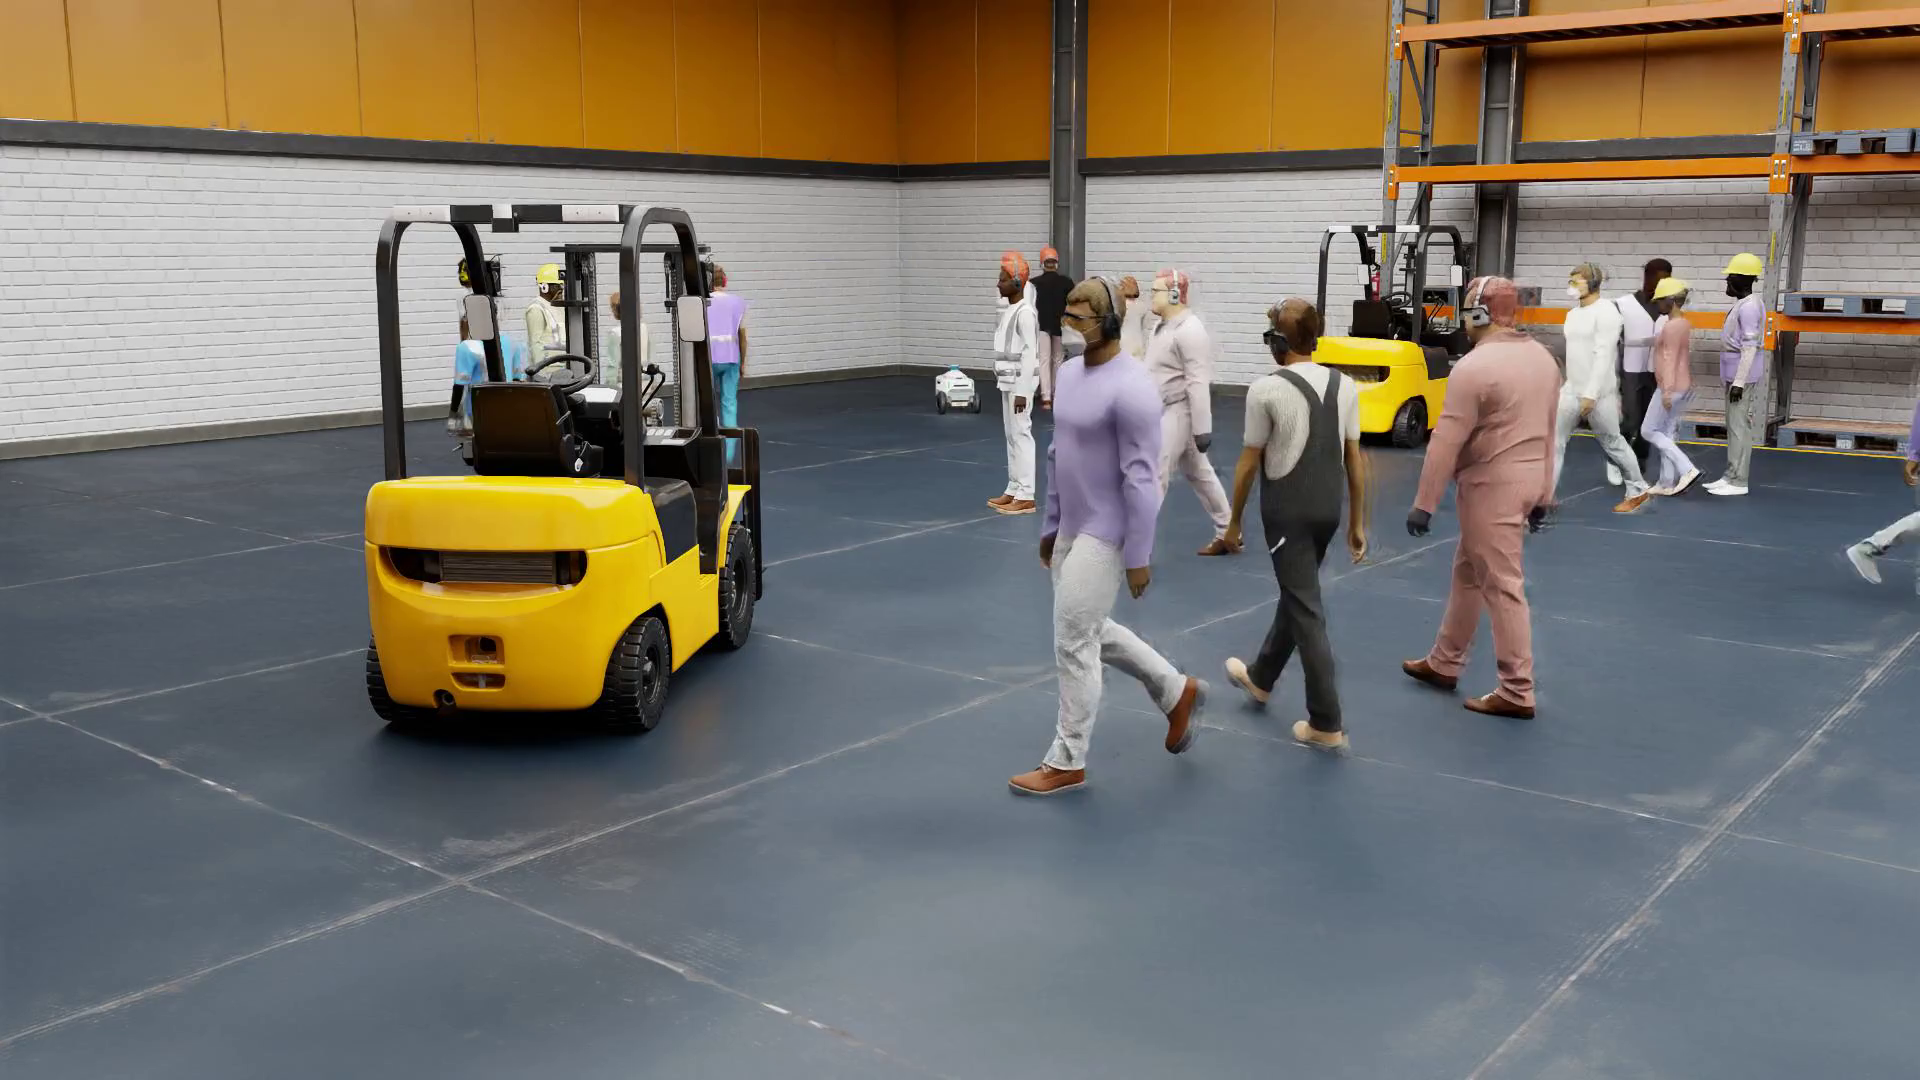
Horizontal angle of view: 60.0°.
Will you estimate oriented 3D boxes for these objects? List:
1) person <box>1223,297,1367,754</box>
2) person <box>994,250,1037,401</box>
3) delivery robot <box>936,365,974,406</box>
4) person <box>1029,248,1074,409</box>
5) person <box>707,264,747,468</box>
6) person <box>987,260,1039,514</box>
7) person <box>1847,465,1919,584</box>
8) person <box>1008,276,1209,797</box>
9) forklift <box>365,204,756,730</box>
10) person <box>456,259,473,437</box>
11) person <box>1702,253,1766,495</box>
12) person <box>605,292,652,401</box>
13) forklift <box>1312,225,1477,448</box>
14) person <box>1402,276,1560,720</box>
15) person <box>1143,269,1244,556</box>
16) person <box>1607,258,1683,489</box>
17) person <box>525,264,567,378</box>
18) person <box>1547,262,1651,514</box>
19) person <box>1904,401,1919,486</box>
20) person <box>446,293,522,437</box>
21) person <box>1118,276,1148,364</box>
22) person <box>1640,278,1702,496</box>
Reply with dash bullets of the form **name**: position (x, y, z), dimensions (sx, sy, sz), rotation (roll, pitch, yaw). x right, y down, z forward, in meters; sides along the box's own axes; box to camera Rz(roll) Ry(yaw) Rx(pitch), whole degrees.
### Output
- **person**: position (1.318, -0.086, 6.844), dimensions (0.503, 1.797, 0.941), rotation (-6, 12, -29)
- **person**: position (0.660, -2.346, 19.034), dimensions (0.562, 1.917, 0.542), rotation (-8, 13, -39)
- **delivery robot**: position (-0.063, -1.825, 19.668), dimensions (0.477, 0.478, 0.707), rotation (-2, 11, -12)
- **person**: position (1.084, -2.599, 20.407), dimensions (0.623, 1.930, 1.047), rotation (-1, 10, -3)
- **person**: position (-2.200, -1.576, 15.052), dimensions (0.567, 1.812, 0.751), rotation (-4, 11, -19)
- **person**: position (0.411, -1.137, 12.439), dimensions (0.350, 1.882, 0.583), rotation (-2, 10, -11)
- **person**: position (5.479, -0.509, 9.403), dimensions (0.599, 1.715, 0.525), rotation (6, 12, 31)
- **person**: position (0.573, -0.020, 6.178), dimensions (0.818, 1.915, 0.634), rotation (-3, 11, -18)
- **forklift**: position (-1.766, -0.406, 7.525), dimensions (1.214, 2.155, 2.313), rotation (1, 10, 7)
- **person**: position (-4.908, -1.954, 17.079), dimensions (0.788, 1.849, 0.527), rotation (5, 11, 25)
- **person**: position (6.217, -1.318, 13.307), dimensions (0.363, 1.930, 0.588), rotation (3, 11, 18)
- **person**: position (-2.631, -1.167, 13.347), dimensions (0.509, 1.634, 0.546), rotation (4, 11, 19)
- **forklift**: position (4.449, -2.115, 16.993), dimensions (1.214, 2.155, 2.313), rotation (8, 13, 38)
- **person**: position (2.203, -0.194, 7.233), dimensions (0.675, 1.869, 0.869), rotation (-9, 14, -42)
- **person**: position (1.371, -0.777, 10.528), dimensions (1.041, 1.860, 0.638), rotation (-1, 10, -5)
- **person**: position (5.549, -1.335, 13.526), dimensions (0.631, 1.888, 0.435), rotation (-1, 10, -7)
- **person**: position (-3.674, -1.562, 14.968), dimensions (0.403, 1.824, 0.593), rotation (1, 10, 7)
- **person**: position (4.675, -1.101, 12.262), dimensions (1.055, 1.888, 0.627), rotation (-3, 11, -15)
- **person**: position (5.184, -0.449, 8.412), dimensions (0.674, 1.976, 1.096), rotation (5, 11, 25)
- **person**: position (-3.322, -0.858, 11.443), dimensions (0.734, 1.666, 0.557), rotation (5, 11, 26)
- **person**: position (1.872, -2.104, 18.483), dimensions (0.498, 1.634, 0.280), rotation (-7, 12, -34)
- **person**: position (5.615, -1.190, 13.136), dimensions (0.415, 1.741, 0.525), rotation (7, 12, 34)
